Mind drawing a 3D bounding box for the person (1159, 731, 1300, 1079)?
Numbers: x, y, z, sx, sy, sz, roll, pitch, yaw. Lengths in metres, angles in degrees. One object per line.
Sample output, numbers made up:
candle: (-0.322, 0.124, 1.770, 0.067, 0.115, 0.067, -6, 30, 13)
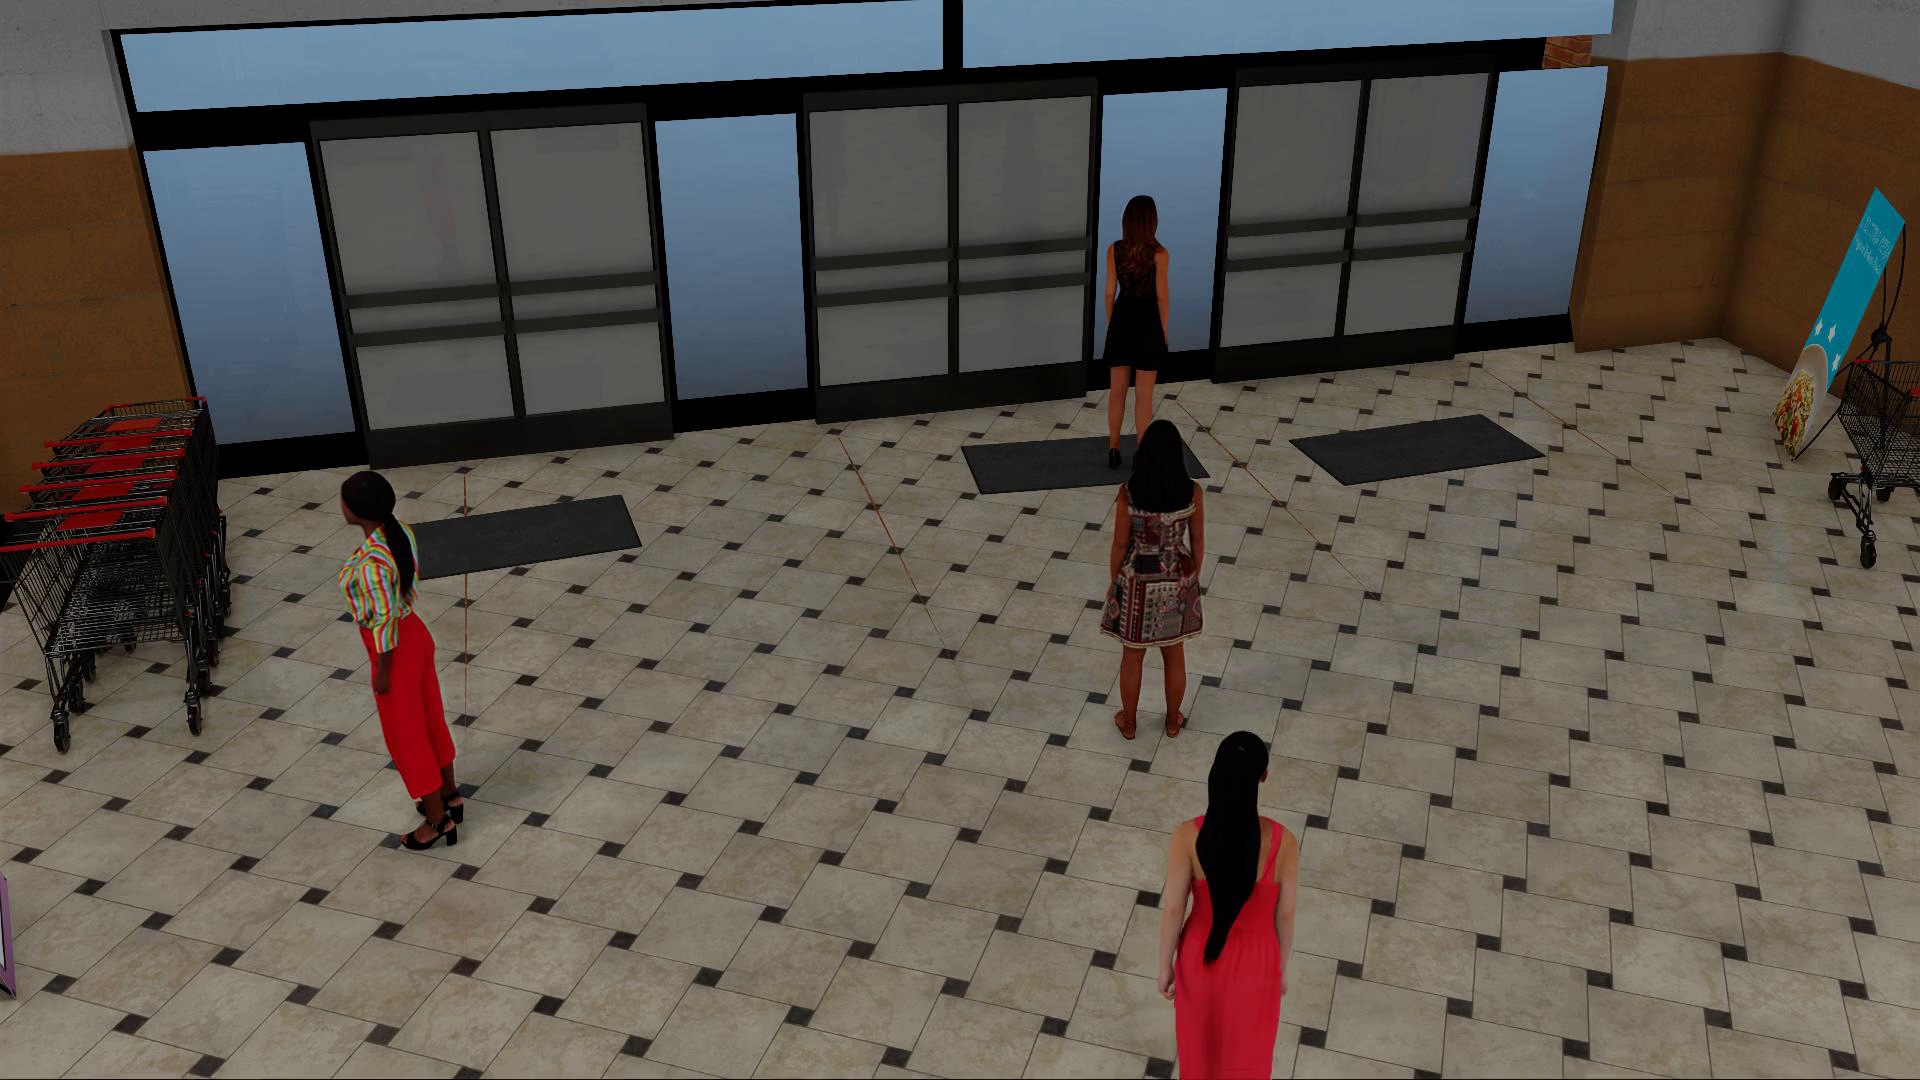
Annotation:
person: (0.847, 1.467, 5.352, 0.952, 1.684, 1.166, 7, 28, 13)

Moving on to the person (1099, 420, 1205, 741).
person: (0.920, 0.199, 7.897, 0.693, 1.644, 0.600, -1, 27, -3)

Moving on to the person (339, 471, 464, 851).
person: (-2.382, 0.526, 7.089, 0.714, 1.792, 0.561, 0, 27, 1)

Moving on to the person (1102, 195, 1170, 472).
person: (1.118, -1.302, 10.647, 0.662, 1.835, 0.697, 10, 29, 19)
